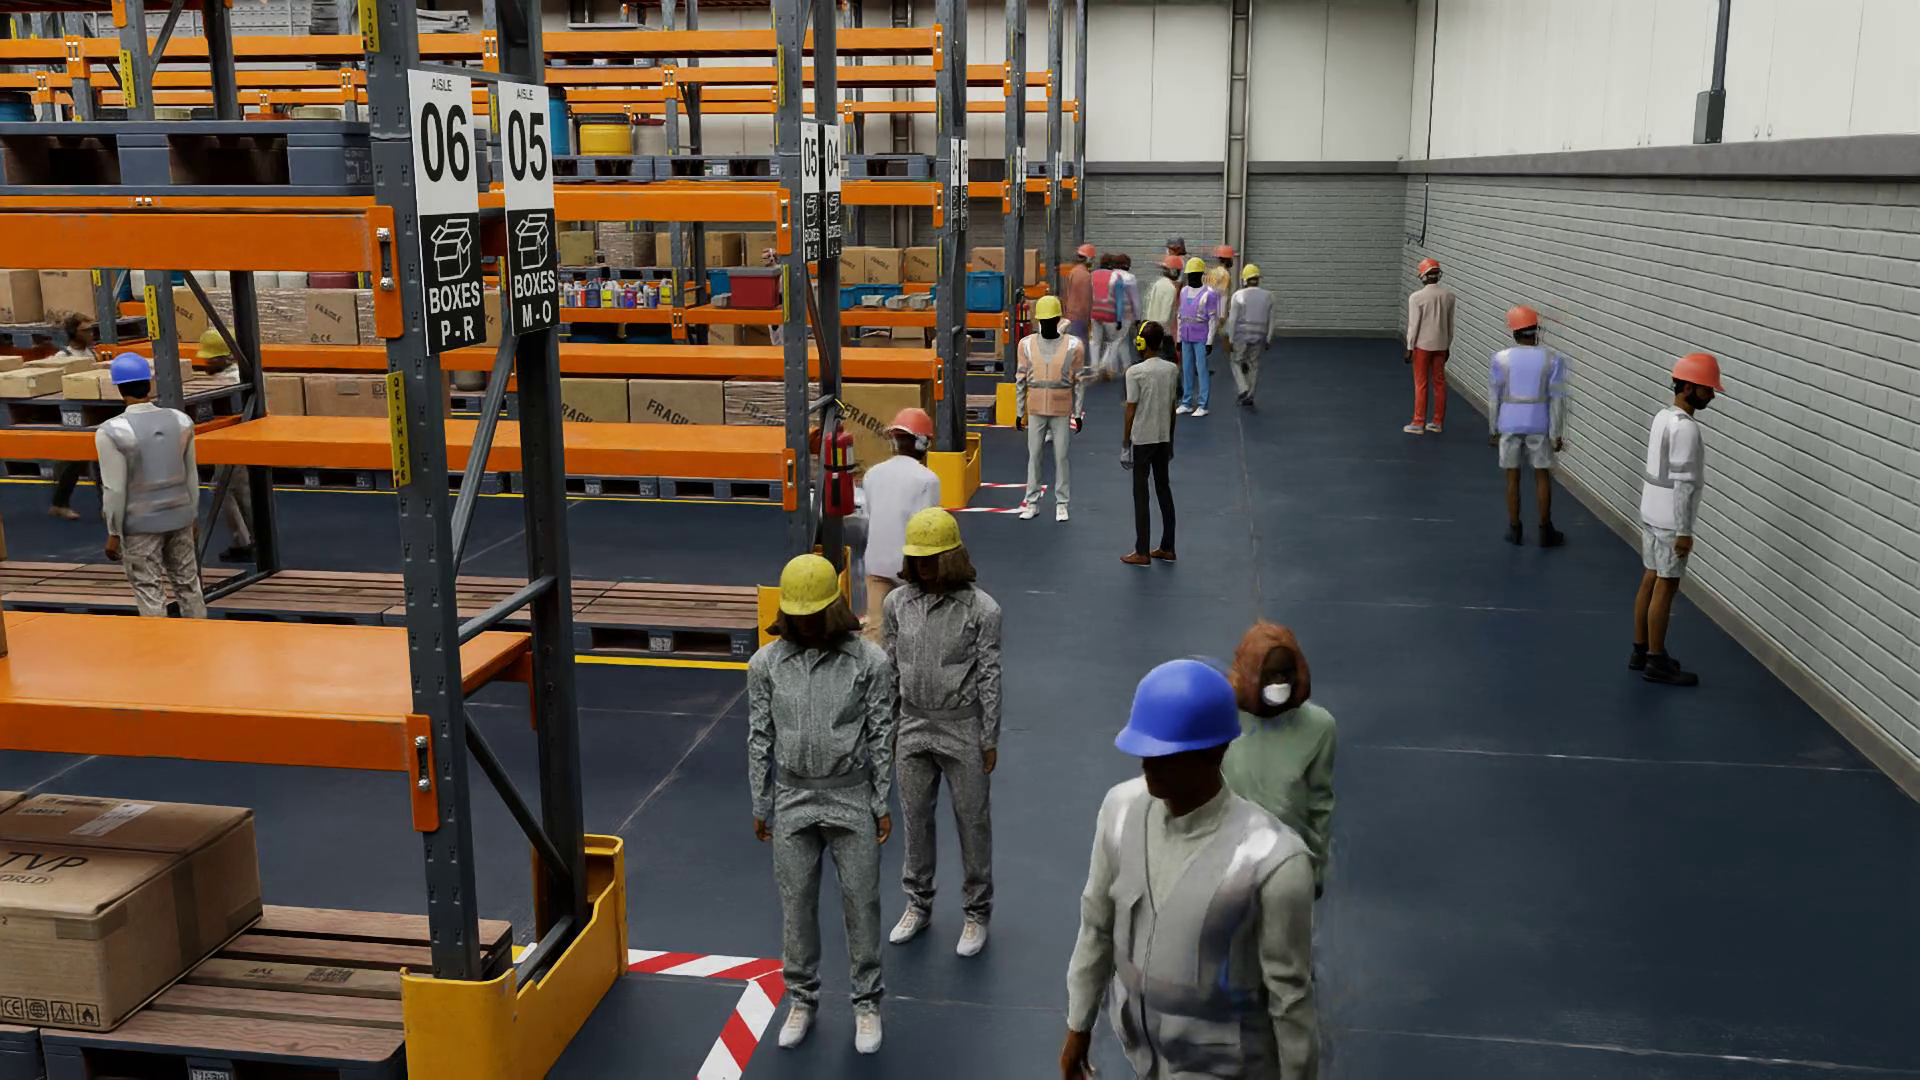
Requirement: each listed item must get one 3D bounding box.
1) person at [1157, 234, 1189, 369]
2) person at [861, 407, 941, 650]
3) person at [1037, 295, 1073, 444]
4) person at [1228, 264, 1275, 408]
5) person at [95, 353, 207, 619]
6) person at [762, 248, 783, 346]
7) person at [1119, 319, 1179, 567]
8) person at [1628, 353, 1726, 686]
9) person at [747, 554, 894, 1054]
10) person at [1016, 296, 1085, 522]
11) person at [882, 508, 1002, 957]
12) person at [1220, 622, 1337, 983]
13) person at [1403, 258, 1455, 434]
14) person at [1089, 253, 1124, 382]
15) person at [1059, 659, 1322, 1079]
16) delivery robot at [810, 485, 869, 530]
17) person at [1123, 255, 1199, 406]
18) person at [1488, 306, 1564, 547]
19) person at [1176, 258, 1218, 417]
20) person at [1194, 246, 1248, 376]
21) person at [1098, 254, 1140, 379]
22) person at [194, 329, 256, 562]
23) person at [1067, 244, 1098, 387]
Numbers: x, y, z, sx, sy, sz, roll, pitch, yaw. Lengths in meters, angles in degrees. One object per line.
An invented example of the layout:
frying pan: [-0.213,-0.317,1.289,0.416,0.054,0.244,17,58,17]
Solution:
person: [3.167,-3.544,24.872,0.539,2.000,0.689,4,13,16]
person: [-0.309,0.140,9.053,0.563,1.682,0.958,9,15,34]
person: [1.033,-1.853,18.168,0.320,1.630,0.528,-12,17,-42]
person: [3.632,-2.545,20.865,0.602,1.824,0.502,-2,13,-9]
person: [-4.649,-0.103,9.564,0.409,1.940,0.606,7,14,27]
person: [-2.633,-3.159,23.472,0.394,1.898,0.641,-2,13,-10]
person: [1.436,-0.731,12.596,0.503,1.861,0.327,-9,15,-35]
person: [4.177,-0.126,9.698,0.385,1.928,0.546,2,13,8]
person: [-0.469,0.885,5.586,0.494,1.729,0.324,1,13,3]
person: [0.758,-1.110,14.144,0.594,1.924,0.381,3,13,13]
person: [-0.080,0.726,6.297,0.488,1.736,0.334,5,13,20]
person: [0.913,1.041,5.131,0.509,1.624,0.342,-1,13,-3]
person: [5.322,-2.199,18.930,0.612,1.983,0.407,-5,13,-21]
person: [2.080,-3.161,23.663,0.659,1.806,0.729,8,15,31]
person: [0.539,1.174,3.914,1.016,1.897,0.641,-10,16,-38]
delivery robot: [-0.948,-0.275,13.284,0.707,0.478,0.477,3,13,11]
person: [2.545,-2.627,21.042,1.009,1.921,0.649,-4,13,-17]
person: [4.526,-0.902,13.280,0.633,1.910,0.378,4,13,19]
person: [2.860,-2.467,20.269,0.366,1.927,0.591,-10,16,-39]
person: [3.872,-3.339,24.292,0.976,1.882,0.569,-4,13,-16]
person: [2.293,-3.225,24.040,0.910,1.811,0.619,-8,15,-32]
person: [-5.565,-0.711,12.645,0.472,1.794,0.610,-7,14,-28]
person: [1.667,-3.100,23.024,0.490,1.974,0.634,-3,13,-12]
